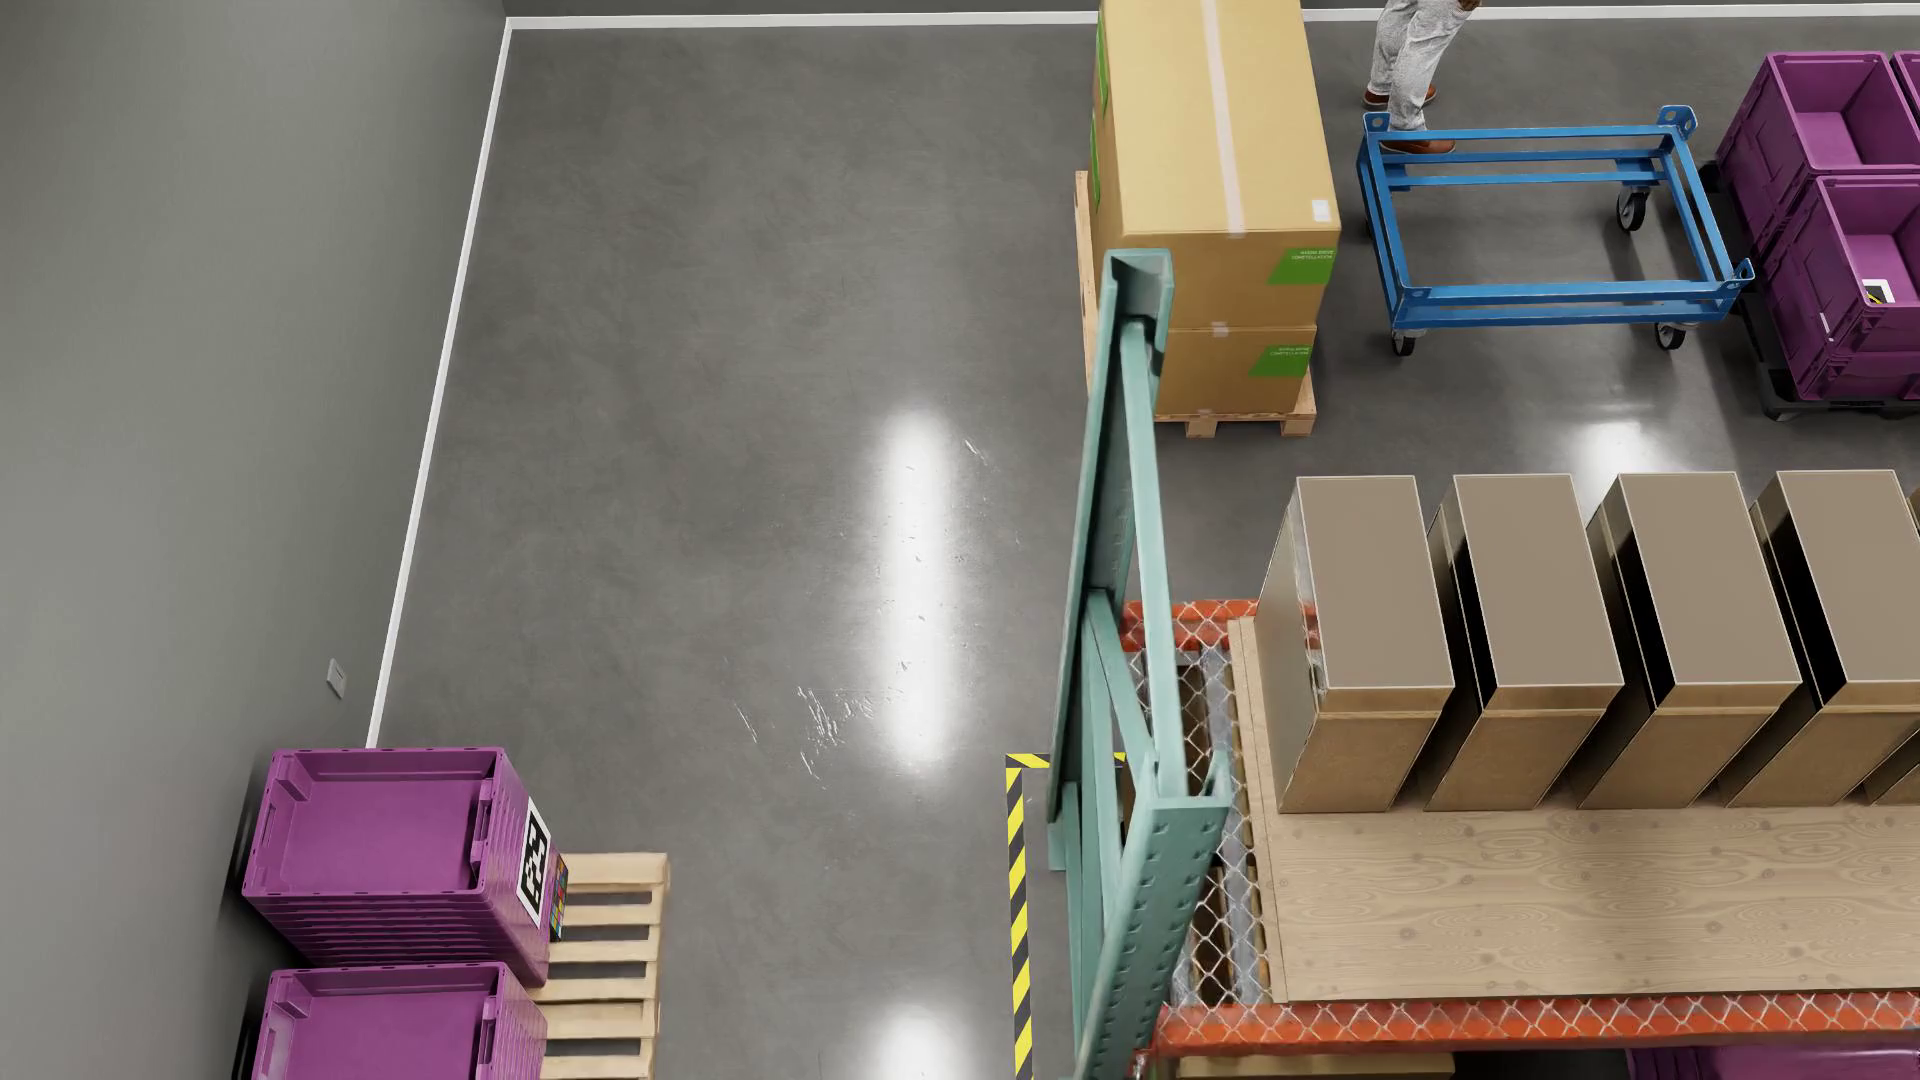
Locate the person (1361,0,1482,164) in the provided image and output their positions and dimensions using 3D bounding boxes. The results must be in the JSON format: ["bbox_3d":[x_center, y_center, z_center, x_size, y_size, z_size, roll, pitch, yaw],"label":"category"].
[{"bbox_3d":[1.819,-2.237,6.074,0.372,1.940,0.631,-3,58,-2],"label":"person"}]
